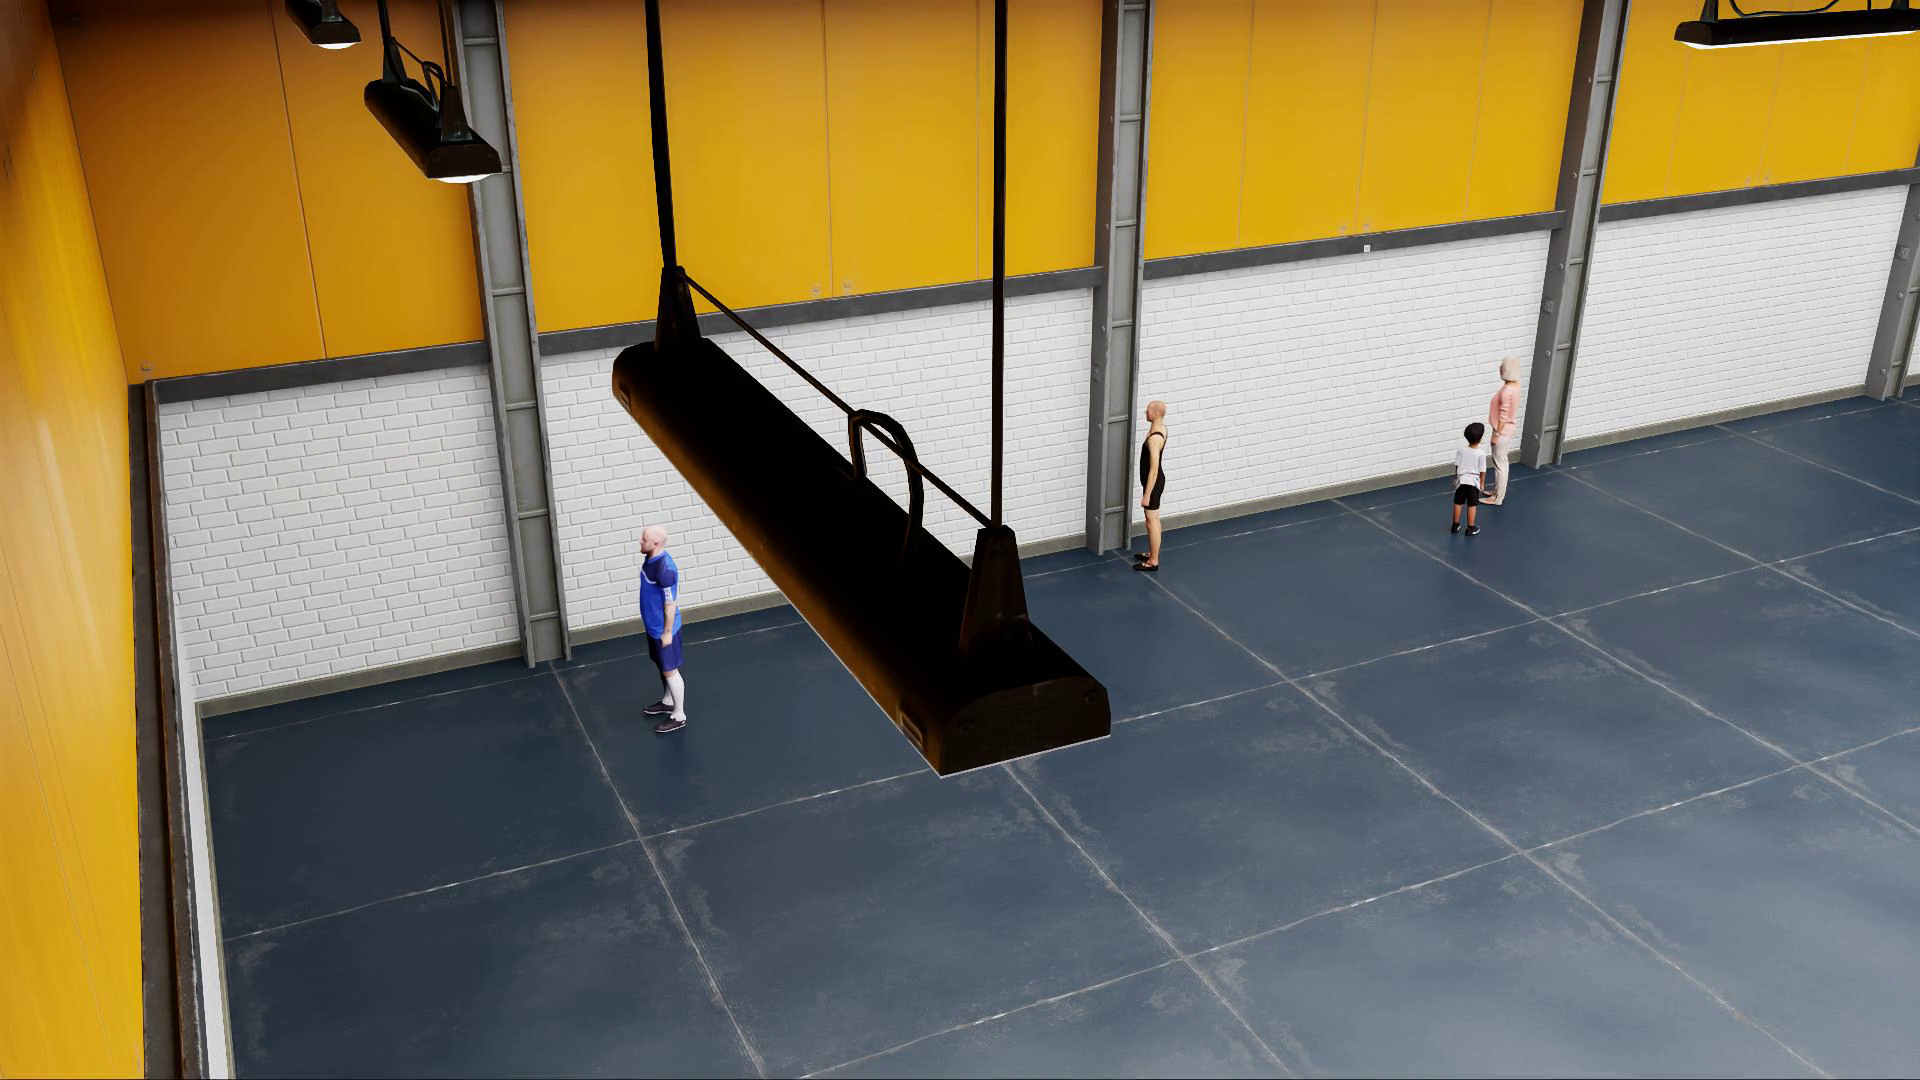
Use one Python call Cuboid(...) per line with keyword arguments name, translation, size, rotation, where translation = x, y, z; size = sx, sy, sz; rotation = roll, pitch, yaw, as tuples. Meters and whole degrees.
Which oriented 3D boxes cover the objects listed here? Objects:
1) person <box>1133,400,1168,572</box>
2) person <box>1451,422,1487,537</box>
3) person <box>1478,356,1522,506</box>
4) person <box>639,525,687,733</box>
Cuboid(name="person", translation=(1.981, -0.565, 17.020), size=(0.717, 1.816, 0.710), rotation=(4, 24, 9))
Cuboid(name="person", translation=(5.489, -0.664, 17.941), size=(0.568, 1.259, 0.601), rotation=(15, 28, 31))
Cuboid(name="person", translation=(6.100, -1.237, 18.672), size=(0.742, 1.724, 0.649), rotation=(12, 27, 26))
Cuboid(name="person", translation=(-2.520, 0.718, 14.053), size=(0.541, 1.842, 0.657), rotation=(-11, 26, -23))
